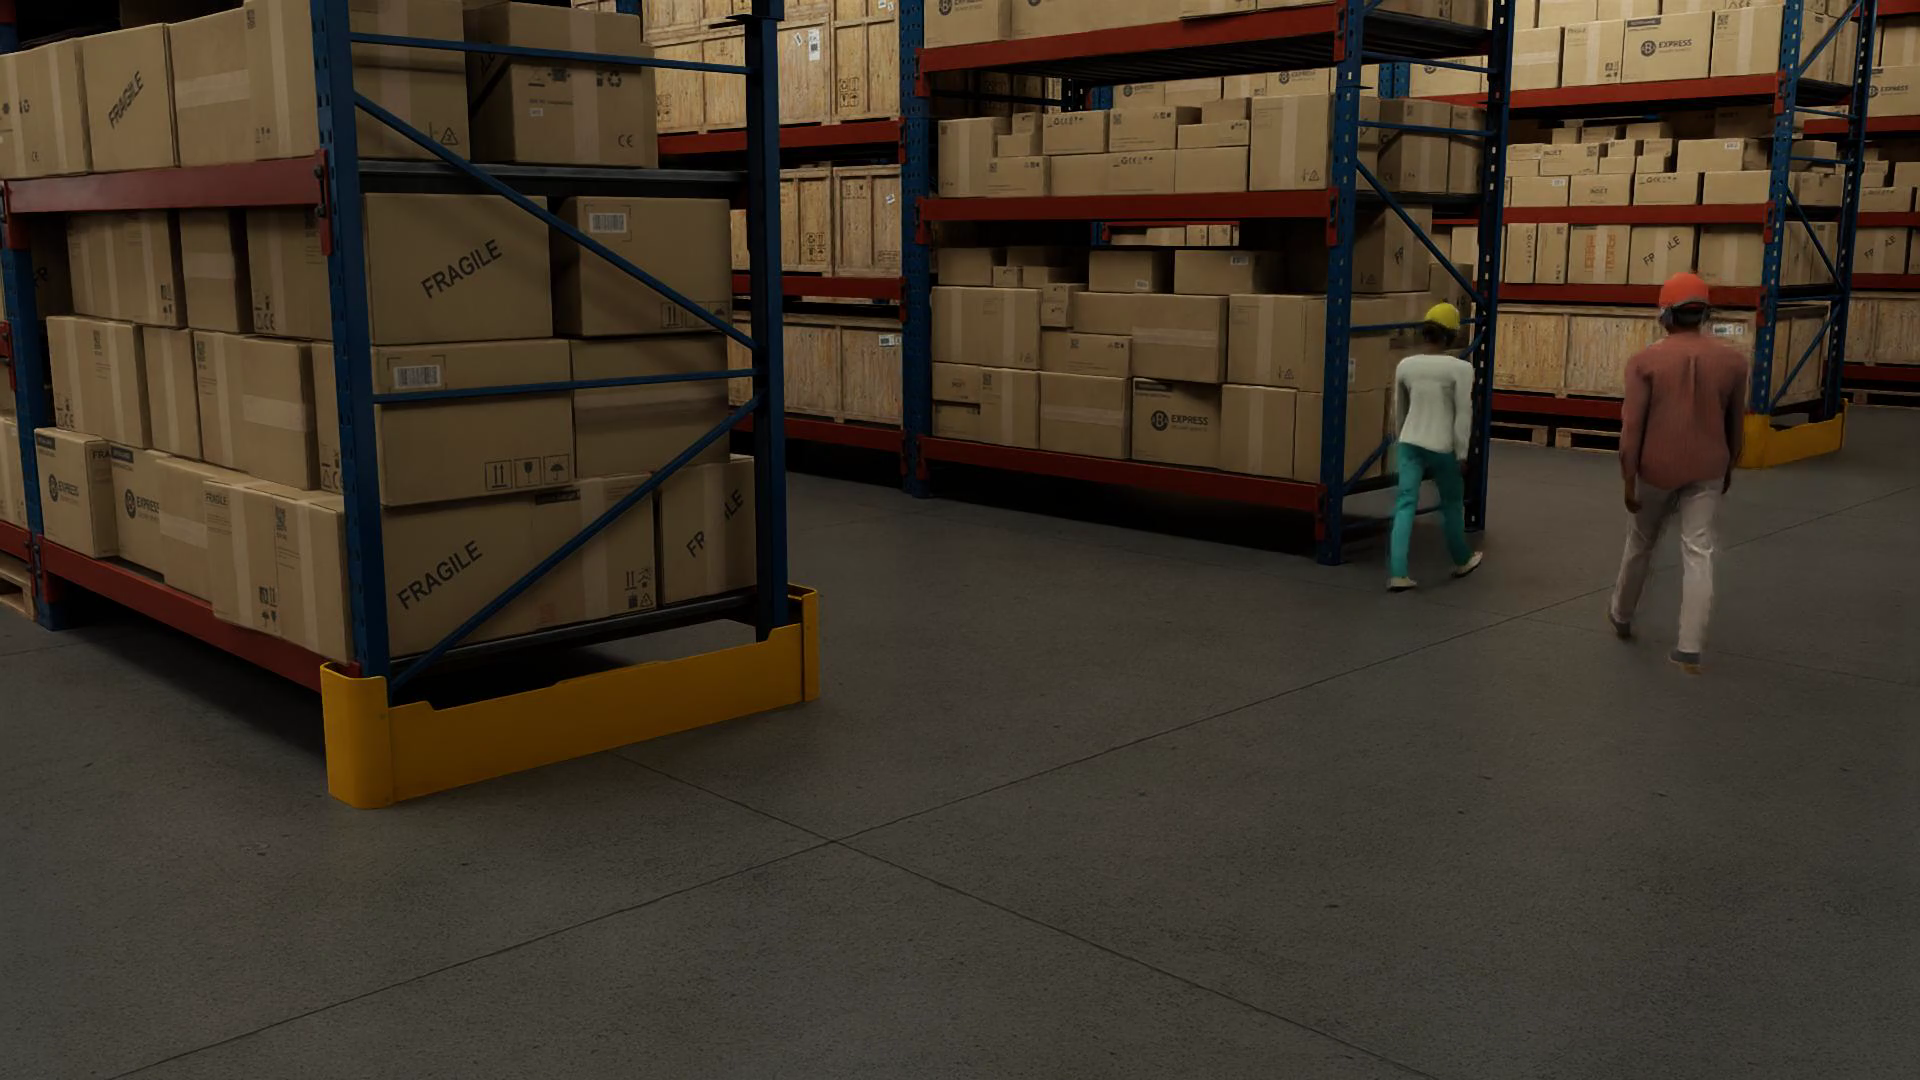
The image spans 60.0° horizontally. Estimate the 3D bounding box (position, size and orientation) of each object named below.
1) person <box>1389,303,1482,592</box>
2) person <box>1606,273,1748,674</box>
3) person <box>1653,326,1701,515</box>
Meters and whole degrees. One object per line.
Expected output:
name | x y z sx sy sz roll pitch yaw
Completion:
person | 2.893 -0.570 10.100 0.549 1.714 0.891 10 14 42
person | 3.619 -0.365 8.405 0.631 1.932 1.037 2 11 9
person | 5.422 -0.967 12.579 0.634 1.622 0.522 -9 14 -41
